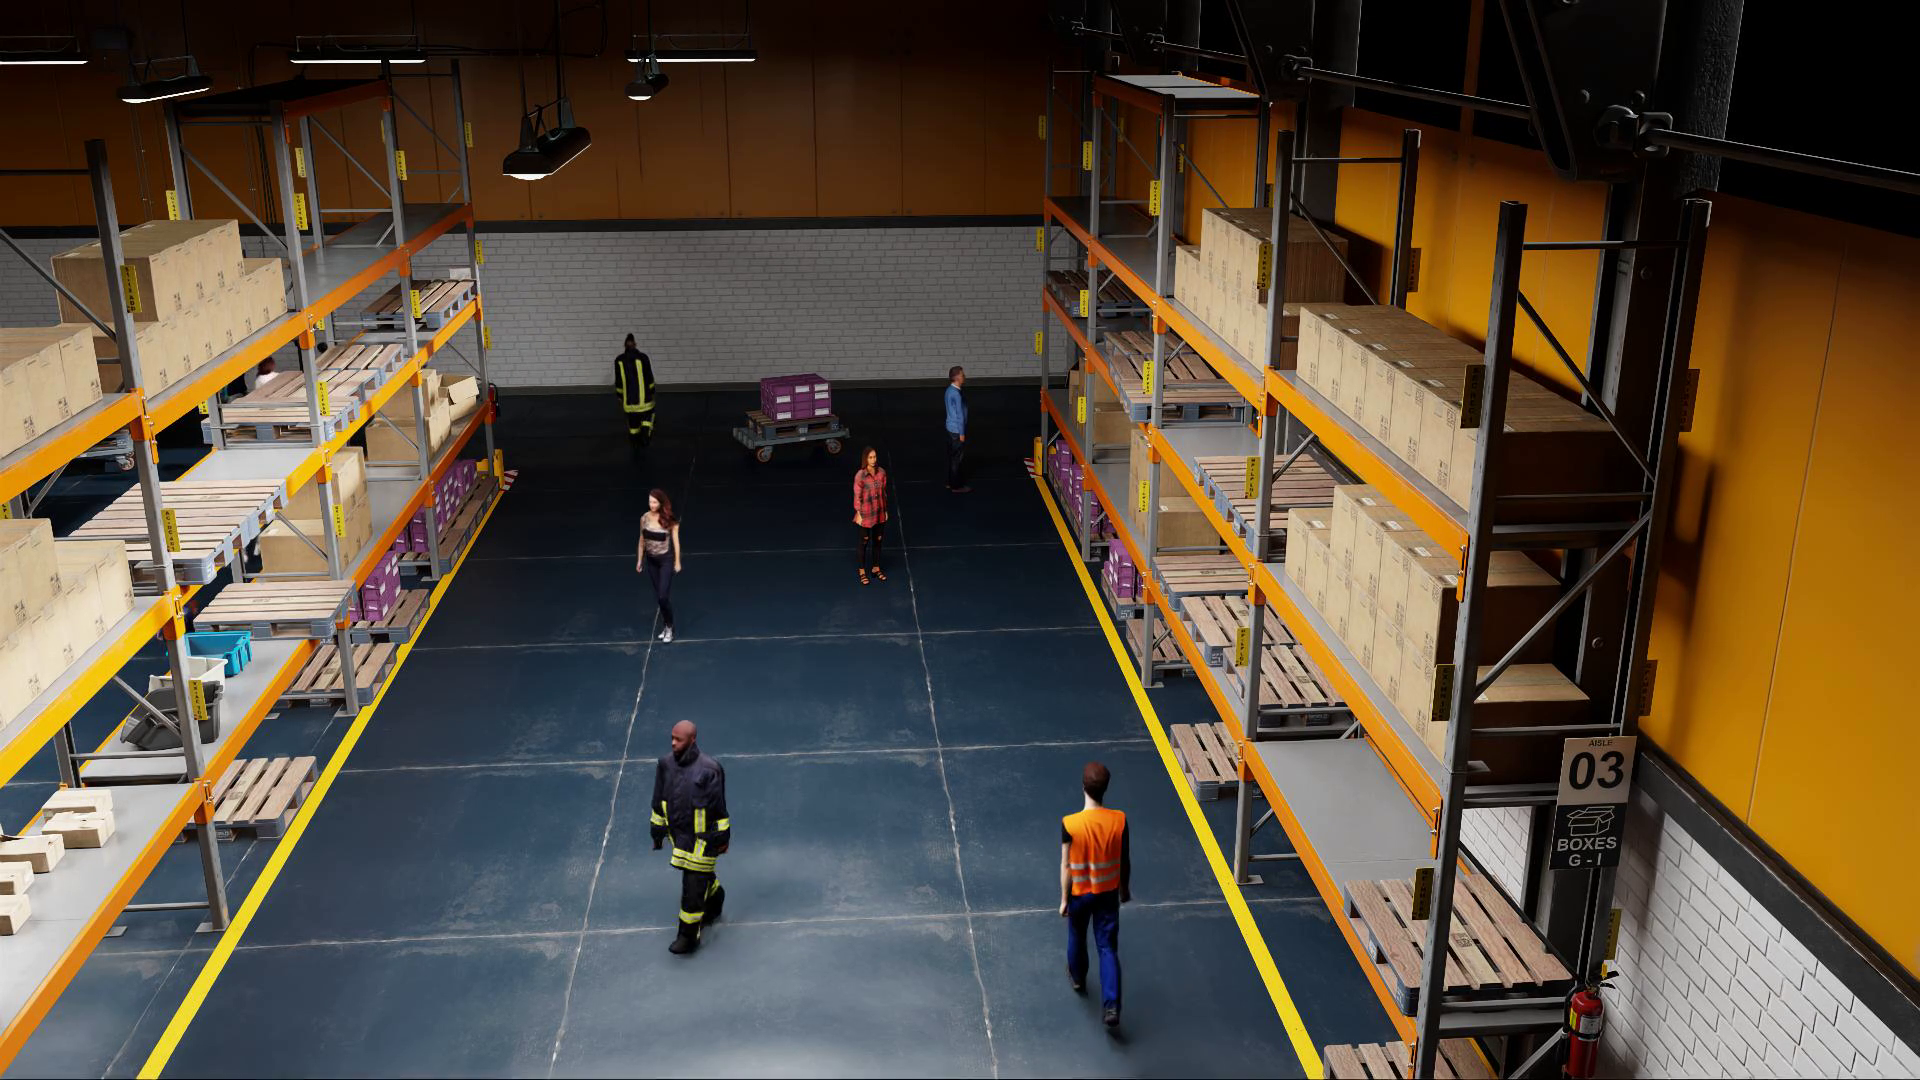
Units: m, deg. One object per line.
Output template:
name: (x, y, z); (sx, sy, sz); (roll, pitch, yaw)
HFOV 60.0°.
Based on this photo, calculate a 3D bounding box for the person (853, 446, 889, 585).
person: (-1.079, -0.316, 20.208); (0.706, 1.703, 0.718); (-13, 23, -34)

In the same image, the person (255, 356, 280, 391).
person: (-10.098, -1.822, 24.557); (0.744, 1.781, 0.778); (-14, 23, -36)

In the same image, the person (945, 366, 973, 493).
person: (-0.062, -1.609, 23.864); (0.760, 1.820, 0.581); (-6, 19, -16)

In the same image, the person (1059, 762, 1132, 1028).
person: (0.961, 2.505, 11.599); (0.754, 1.851, 1.210); (-3, 19, -8)

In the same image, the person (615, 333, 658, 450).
person: (-5.030, -2.290, 25.829); (0.846, 1.856, 0.868); (1, 19, 4)

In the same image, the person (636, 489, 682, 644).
person: (-3.280, 0.244, 18.466); (0.764, 1.752, 0.813); (8, 20, 22)

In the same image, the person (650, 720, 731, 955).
person: (-1.980, 2.166, 12.695); (1.080, 1.793, 1.201); (10, 21, 27)
